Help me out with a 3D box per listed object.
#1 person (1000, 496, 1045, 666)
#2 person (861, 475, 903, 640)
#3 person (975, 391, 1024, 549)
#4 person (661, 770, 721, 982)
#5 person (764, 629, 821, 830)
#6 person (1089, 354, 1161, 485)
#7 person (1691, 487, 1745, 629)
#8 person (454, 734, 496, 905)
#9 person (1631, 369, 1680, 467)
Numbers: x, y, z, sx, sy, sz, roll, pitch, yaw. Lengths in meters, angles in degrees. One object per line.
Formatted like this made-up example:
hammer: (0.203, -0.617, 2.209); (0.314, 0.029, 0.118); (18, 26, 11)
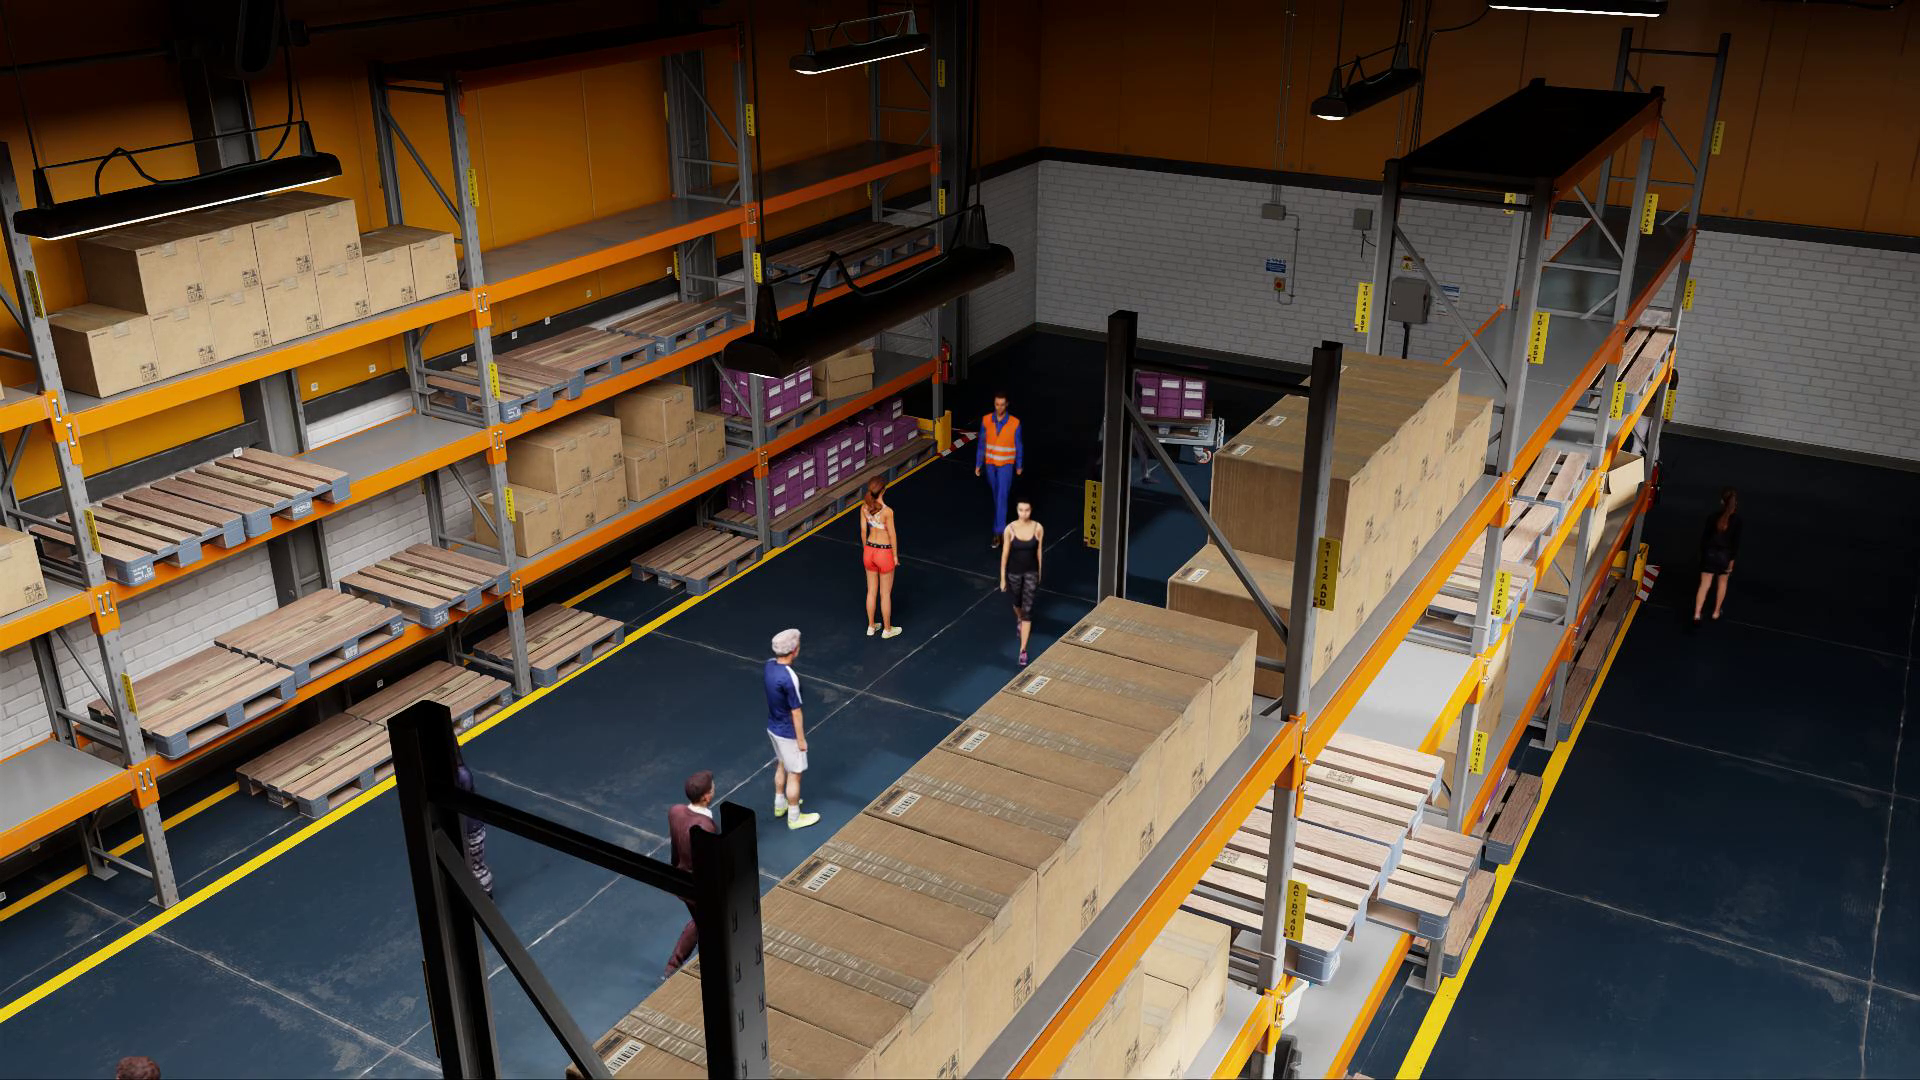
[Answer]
person: (0.635, 0.342, 17.023); (0.986, 1.676, 1.236); (0, 24, 0)
person: (-0.841, 0.173, 17.265); (0.554, 1.792, 0.550); (13, 27, 27)
person: (0.473, -0.896, 19.676); (0.865, 1.819, 1.290); (7, 25, 16)
person: (-1.912, 2.501, 11.869); (0.825, 1.849, 0.933); (21, 31, 40)
person: (-1.468, 1.596, 13.962); (0.756, 1.829, 0.746); (-15, 28, -31)
person: (2.078, -1.517, 21.200); (1.025, 1.737, 1.157); (0, 24, 1)
person: (7.963, 0.205, 17.517); (0.544, 1.531, 0.969); (13, 27, 27)
person: (-3.768, 2.168, 12.797); (0.639, 1.716, 0.746); (16, 28, 32)
person: (8.851, -1.616, 21.316); (0.798, 1.825, 0.742); (3, 24, 6)
